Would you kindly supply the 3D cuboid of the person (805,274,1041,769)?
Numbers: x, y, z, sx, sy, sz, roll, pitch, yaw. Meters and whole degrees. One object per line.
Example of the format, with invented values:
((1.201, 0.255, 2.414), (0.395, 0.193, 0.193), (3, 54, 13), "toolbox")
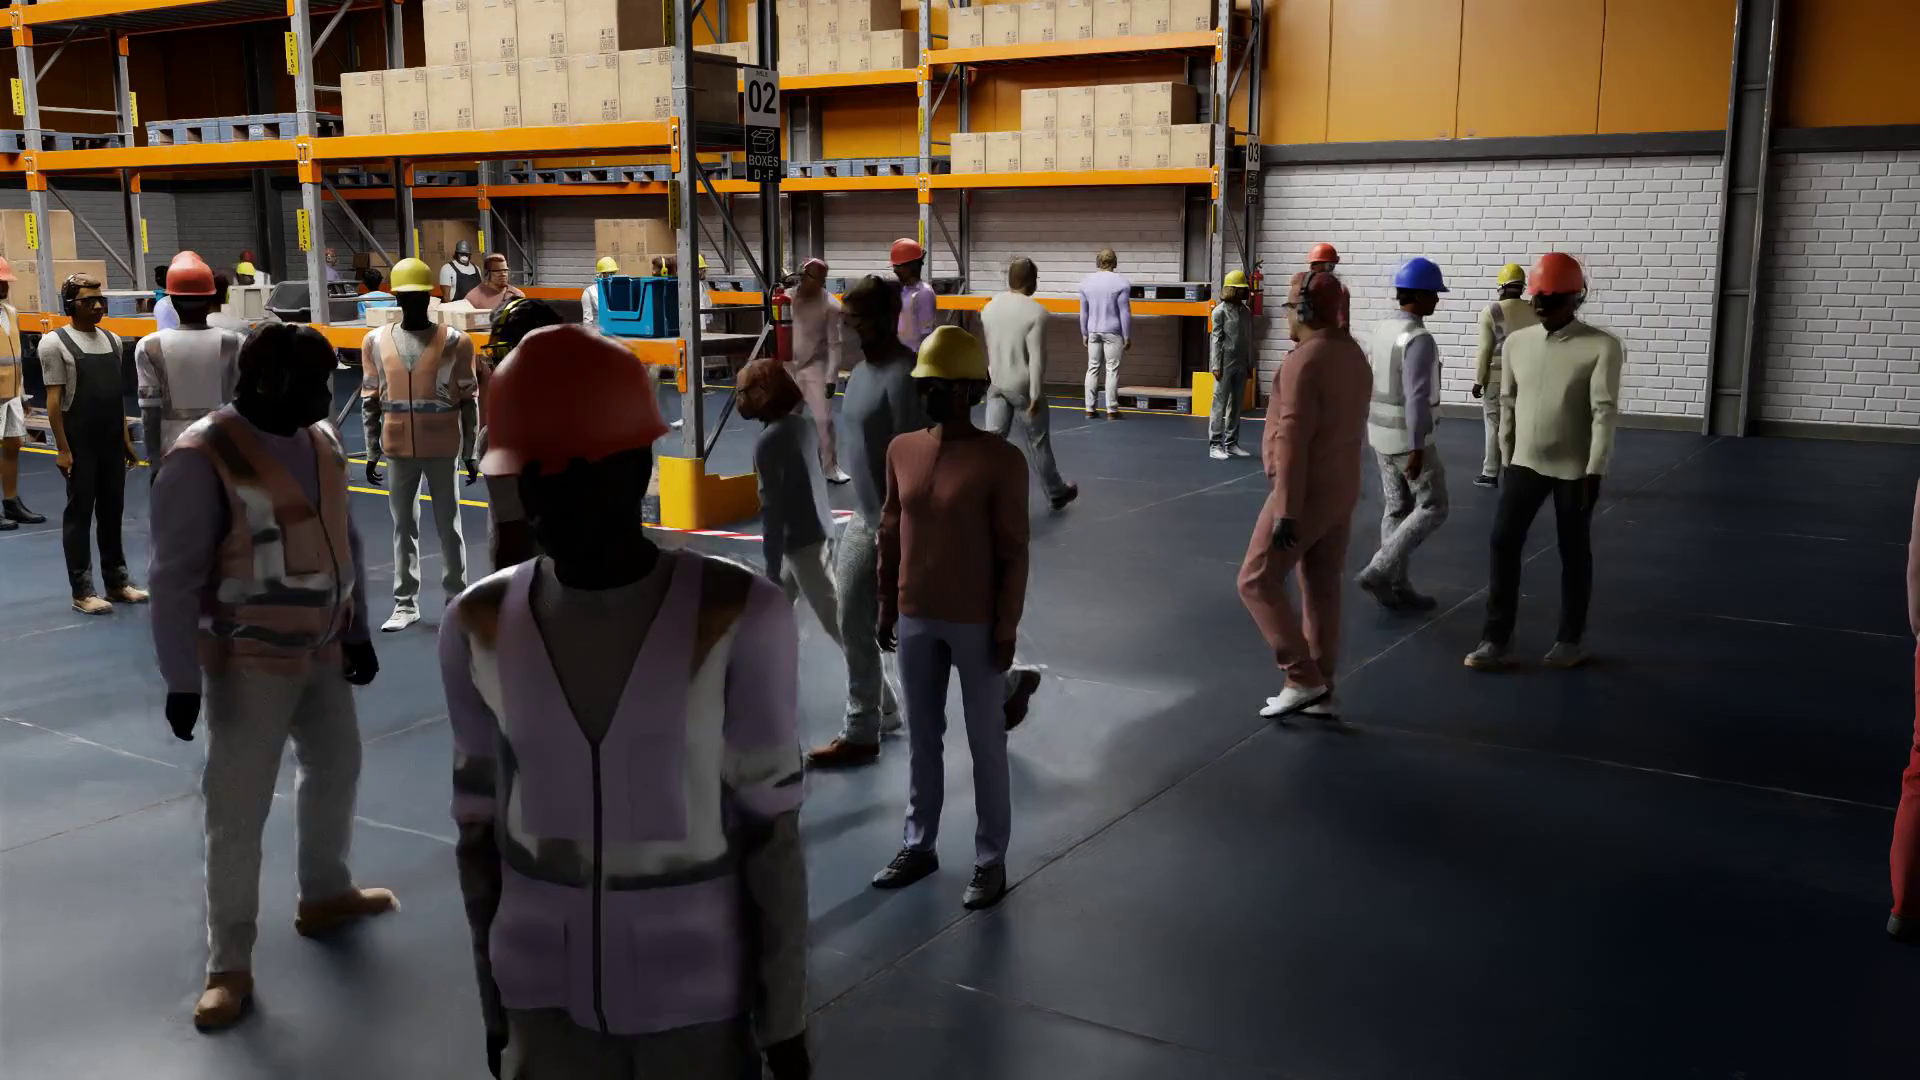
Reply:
((-0.140, -0.059, 6.363), (0.856, 1.911, 0.636), (-5, 11, -24), "person")

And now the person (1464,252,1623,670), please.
((2.711, -0.335, 7.726), (0.821, 1.959, 0.617), (-10, 14, -44), "person")

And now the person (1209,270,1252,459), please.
((2.538, -1.623, 15.447), (0.494, 1.743, 0.306), (-8, 13, -39), "person")

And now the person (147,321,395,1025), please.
((-1.890, 0.322, 4.517), (0.431, 1.810, 0.858), (3, 11, 15), "person")

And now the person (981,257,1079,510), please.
((0.479, -1.109, 12.175), (0.642, 1.885, 1.030), (8, 13, 39), "person")

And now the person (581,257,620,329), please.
((-3.920, -2.237, 18.589), (0.596, 1.837, 0.404), (-10, 14, -43), "person")

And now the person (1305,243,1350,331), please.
((3.375, -1.759, 15.507), (0.395, 1.994, 0.612), (-4, 11, -21), "person")

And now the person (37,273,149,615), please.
((-4.725, -0.526, 9.086), (0.345, 1.846, 0.508), (3, 11, 18), "person")

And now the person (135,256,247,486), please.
((-3.713, -0.411, 8.184), (0.547, 1.942, 0.350), (-3, 11, -18), "person")

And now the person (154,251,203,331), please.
((-6.000, -1.289, 13.060), (0.373, 1.934, 0.551), (4, 11, 23), "person")

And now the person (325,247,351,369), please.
((-9.870, -3.638, 26.158), (0.409, 1.906, 0.652), (-7, 13, -35), "person")

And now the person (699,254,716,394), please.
((-3.459, -2.838, 21.926), (0.403, 1.835, 0.588), (-5, 11, -26), "person")

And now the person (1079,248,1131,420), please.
((1.634, -2.314, 18.763), (0.626, 1.931, 0.354), (6, 12, 32), "person")

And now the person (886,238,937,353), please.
((-0.399, -1.397, 13.395), (0.390, 2.034, 0.605), (-4, 11, -20), "person")

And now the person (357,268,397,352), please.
((-6.878, -2.357, 19.651), (0.319, 1.695, 0.532), (7, 13, 35), "person")

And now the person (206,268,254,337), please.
((-4.552, -0.740, 10.237), (0.332, 1.863, 0.568), (6, 12, 29), "person")

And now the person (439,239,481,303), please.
((-7.260, -3.399, 24.466), (0.536, 2.000, 0.673), (8, 13, 37), "person")

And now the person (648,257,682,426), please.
((-3.253, -2.127, 17.993), (0.855, 1.838, 0.517), (-4, 11, -19), "person")

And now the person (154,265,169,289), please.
((-10.209, -2.692, 21.498), (0.316, 1.696, 0.541), (-4, 11, -20), "person")

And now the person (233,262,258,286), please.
((-8.865, -2.567, 20.673), (0.514, 1.749, 0.540), (-2, 10, -10), "person")

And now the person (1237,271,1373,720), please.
((1.446, -0.168, 6.961), (0.435, 1.892, 0.684), (8, 13, 38), "person")

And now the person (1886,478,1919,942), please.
((2.858, 0.320, 4.613), (0.307, 1.772, 0.523), (-3, 11, -16), "person")

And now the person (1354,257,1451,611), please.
((2.411, -0.553, 8.986), (0.430, 1.929, 0.618), (-2, 10, -9), "person")

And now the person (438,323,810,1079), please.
((-0.482, 0.625, 2.518), (0.553, 1.912, 0.653), (1, 10, 4), "person")

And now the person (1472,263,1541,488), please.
((4.475, -1.340, 13.634), (0.603, 1.830, 0.404), (-2, 11, -13), "person")

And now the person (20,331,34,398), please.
((-12.160, -2.721, 21.151), (0.613, 1.885, 0.645), (-9, 13, -40), "person")

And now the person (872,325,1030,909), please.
((-0.033, 0.234, 5.091), (0.525, 1.772, 0.304), (6, 12, 31), "person")

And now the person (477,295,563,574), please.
((-1.195, 0.242, 4.770), (0.310, 1.868, 0.532), (4, 11, 23), "person")

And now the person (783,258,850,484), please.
((-1.283, -1.375, 13.721), (0.736, 1.877, 0.412), (5, 11, 25), "person")

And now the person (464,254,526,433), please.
((-4.082, -1.582, 14.811), (0.395, 1.900, 0.644), (9, 13, 40), "person")

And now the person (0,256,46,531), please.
((-6.740, -1.041, 11.691), (0.381, 1.937, 0.547), (1, 10, 6), "person")

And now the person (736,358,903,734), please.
((-0.674, 0.026, 6.874), (1.002, 1.536, 0.511), (3, 11, 15), "person")

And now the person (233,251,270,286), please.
((-10.582, -3.369, 24.825), (0.732, 1.864, 0.603), (7, 13, 36), "person")

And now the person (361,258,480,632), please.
((-2.785, -0.480, 8.595), (0.594, 1.928, 0.364), (0, 10, -2), "person")
